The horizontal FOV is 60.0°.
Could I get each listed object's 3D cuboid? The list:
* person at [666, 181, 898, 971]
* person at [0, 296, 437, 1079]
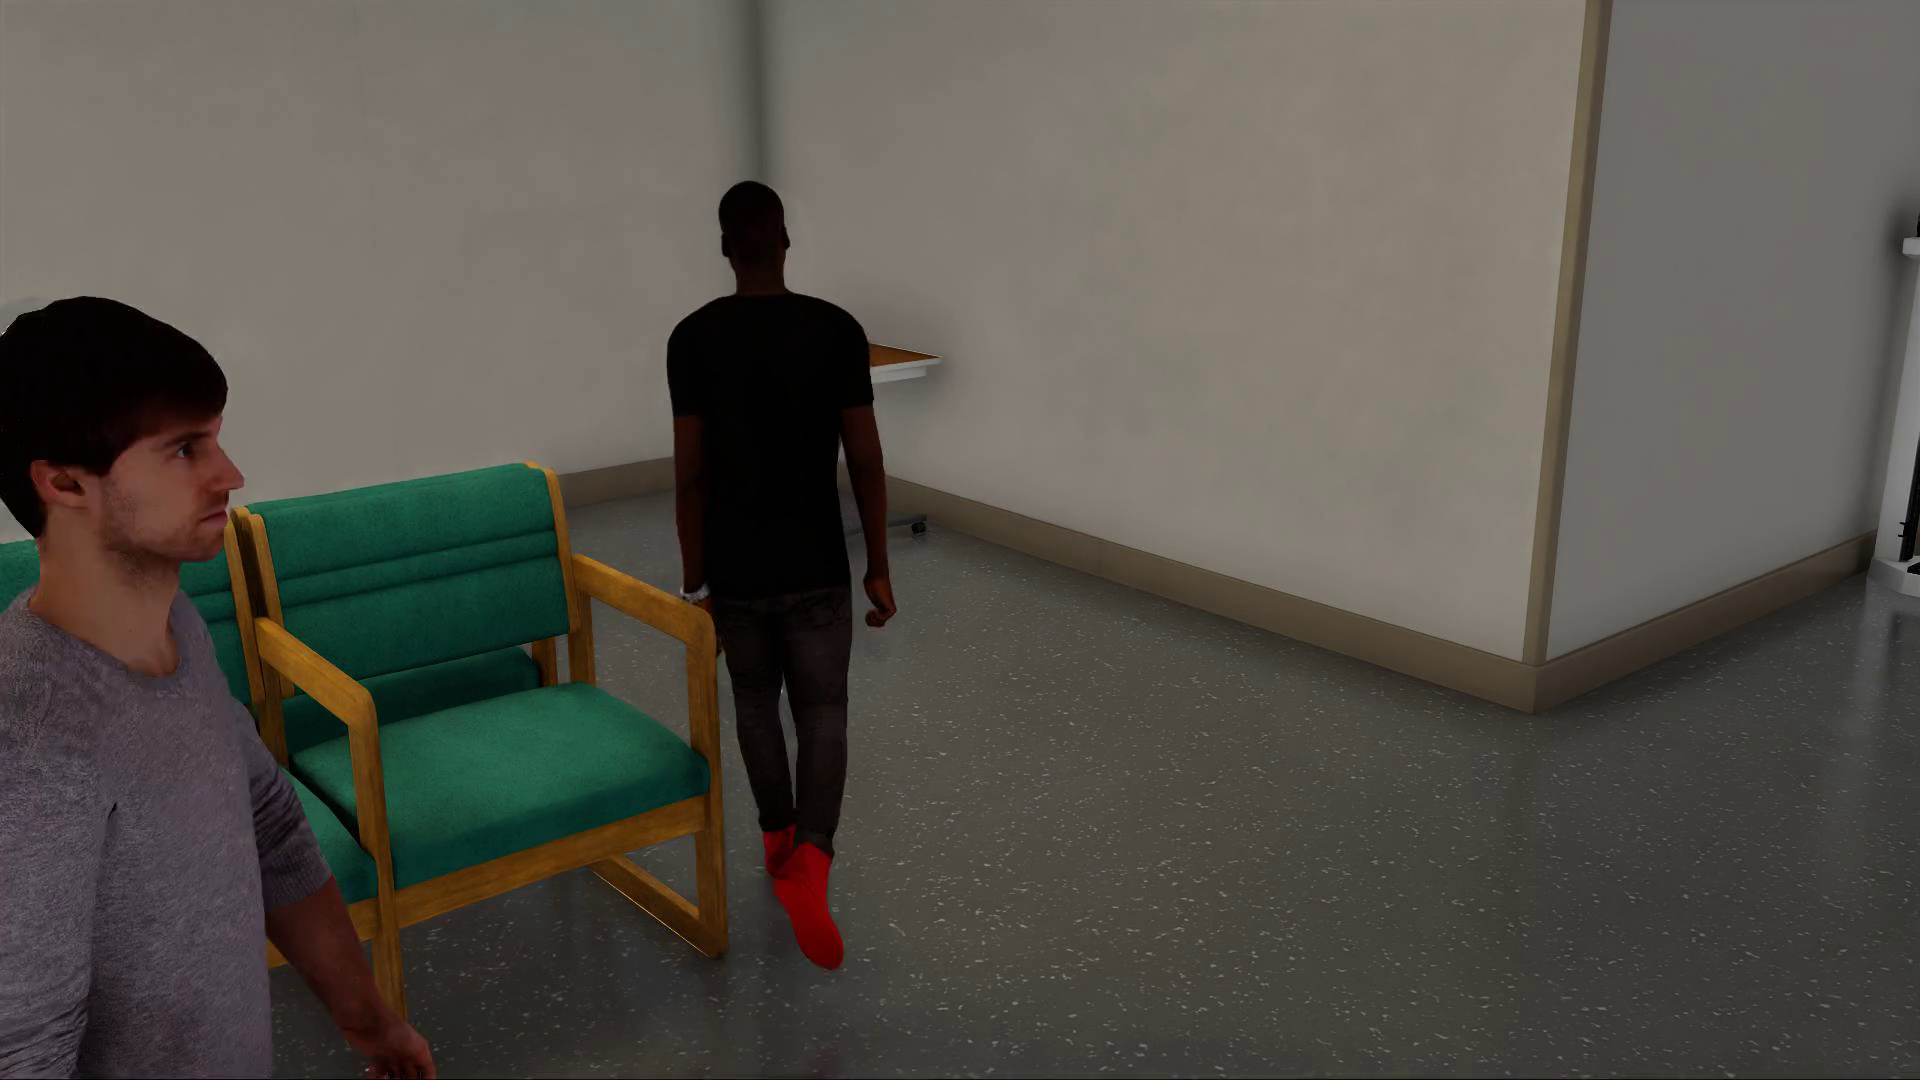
[{"bbox_3d":[-0.438,0.110,3.861,1.131,1.758,1.284,-1,16,-2],"label":"person"},{"bbox_3d":[-0.962,0.678,1.759,1.022,1.804,1.123,-5,16,-16],"label":"person"}]
